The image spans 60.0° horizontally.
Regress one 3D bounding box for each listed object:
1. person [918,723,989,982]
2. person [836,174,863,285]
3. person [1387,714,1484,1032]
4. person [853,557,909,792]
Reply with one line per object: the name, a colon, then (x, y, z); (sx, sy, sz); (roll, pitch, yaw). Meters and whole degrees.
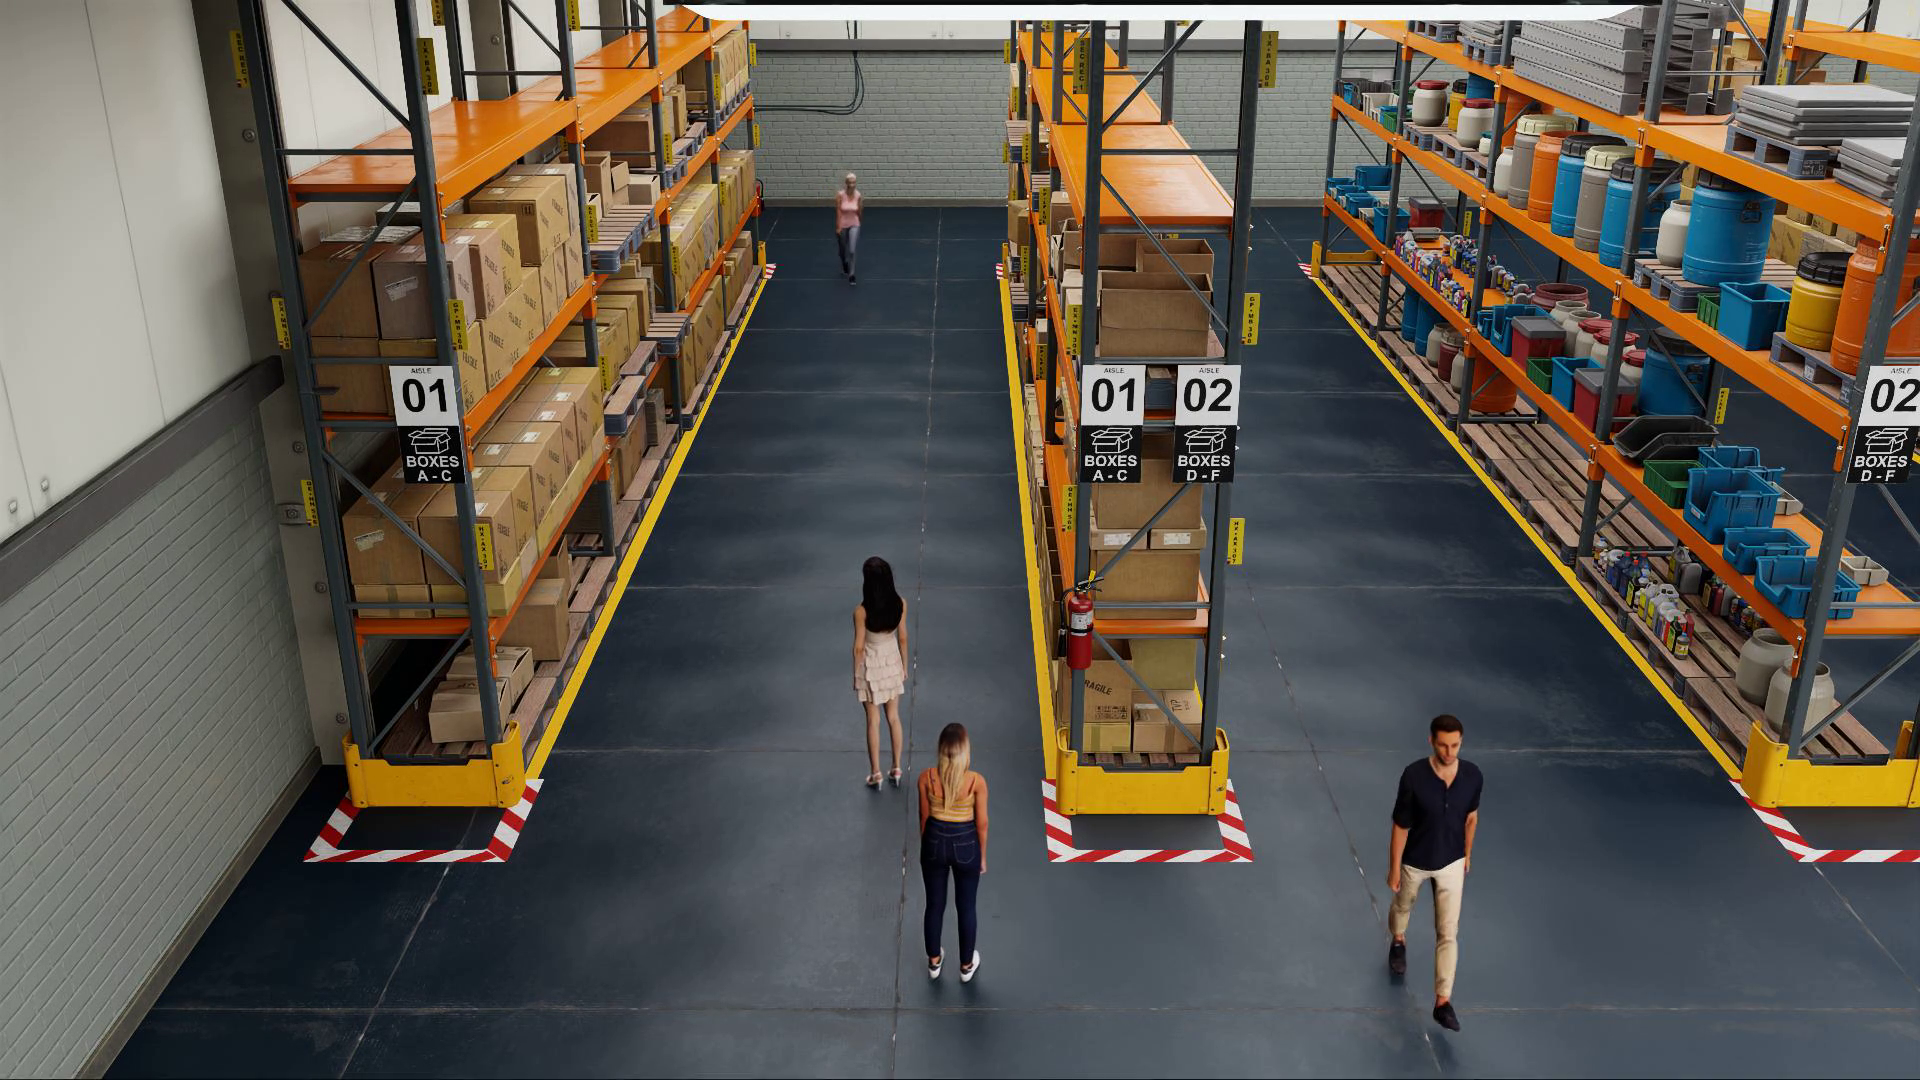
person: (-0.049, 1.808, 9.625); (0.574, 1.626, 0.538); (2, 22, 6)
person: (-1.726, -4.838, 25.782); (0.645, 1.695, 0.919); (-4, 23, -9)
person: (2.648, 1.776, 9.464); (0.688, 1.806, 1.149); (1, 22, 2)
person: (-0.548, 0.938, 11.609); (0.650, 1.734, 0.655); (-10, 24, -24)
